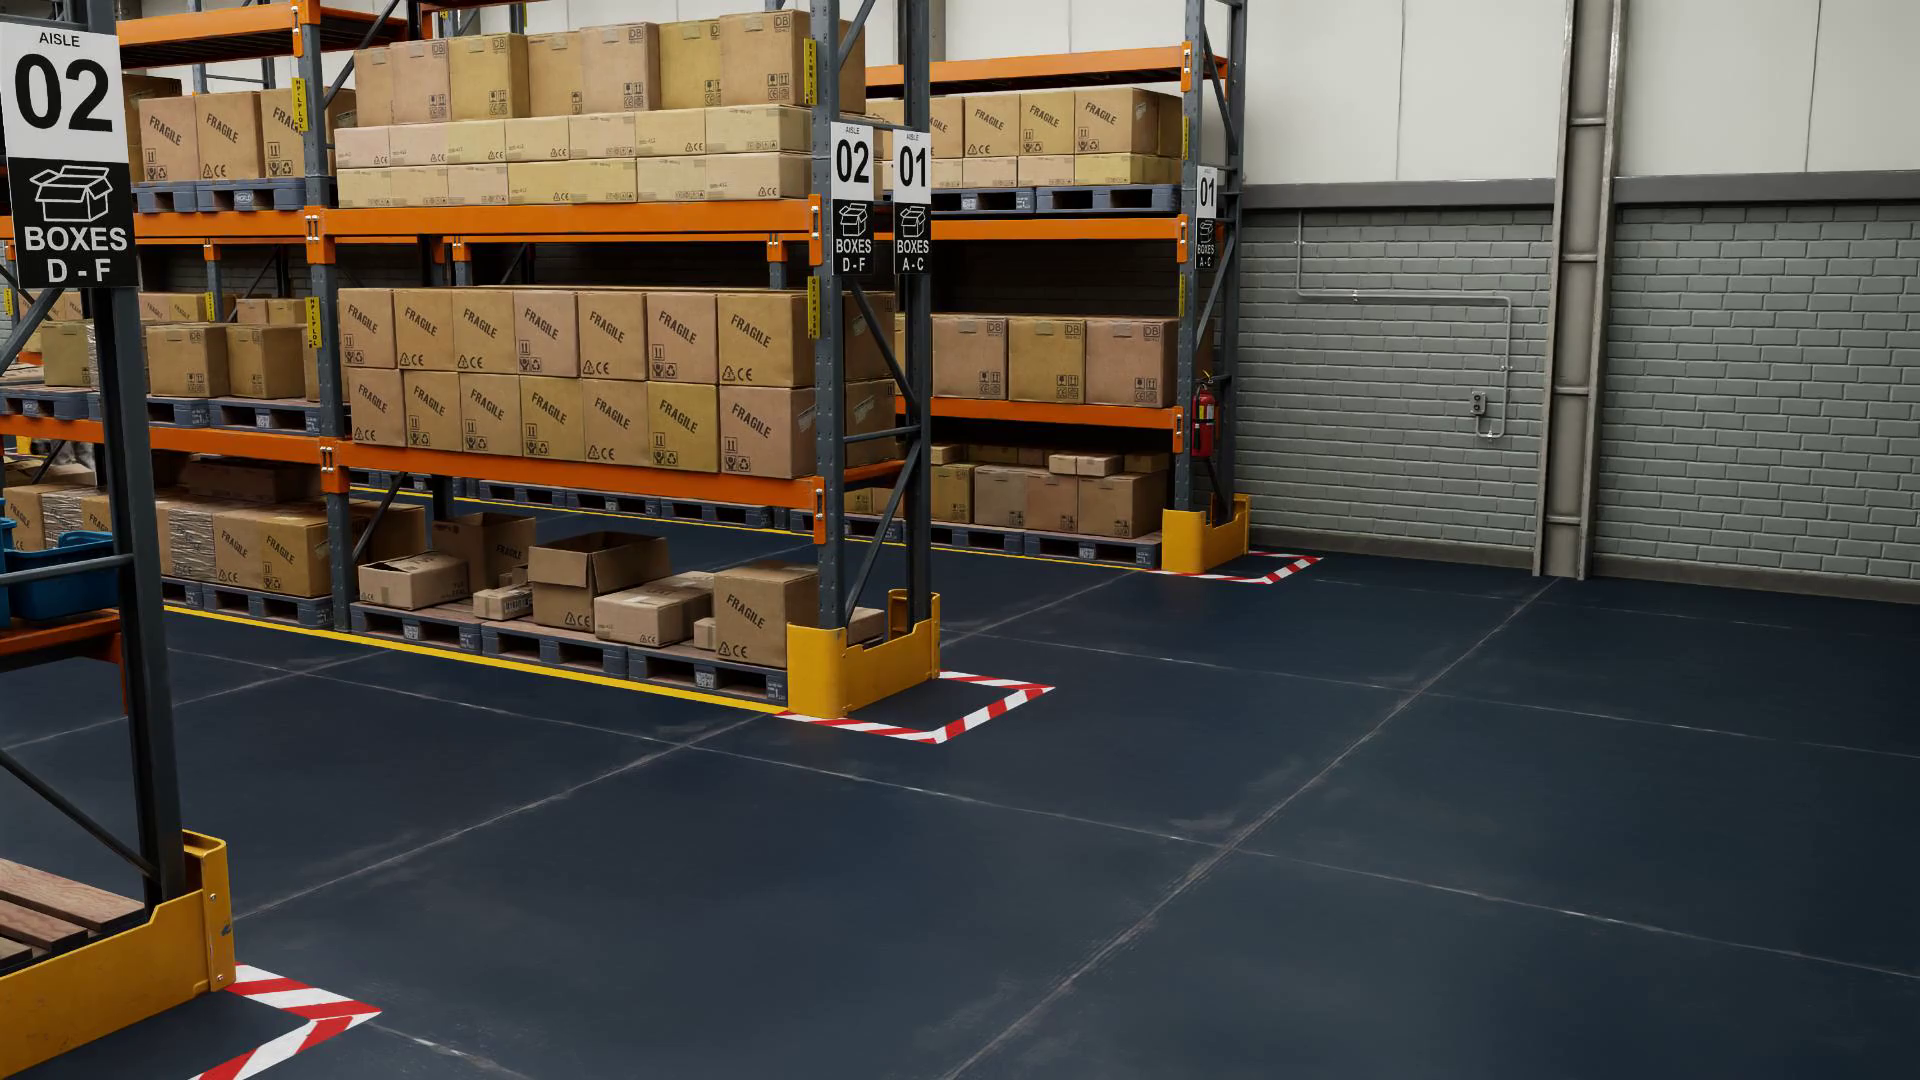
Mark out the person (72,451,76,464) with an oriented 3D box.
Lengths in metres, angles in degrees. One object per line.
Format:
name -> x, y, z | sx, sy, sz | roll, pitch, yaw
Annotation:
person -> -10.234, -1.521, 19.057 | 0.308, 1.629, 0.520 | -1, 10, -4

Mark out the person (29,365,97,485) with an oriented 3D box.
person -> -8.112, -0.975, 15.118 | 0.388, 1.881, 0.604 | 6, 11, 31
